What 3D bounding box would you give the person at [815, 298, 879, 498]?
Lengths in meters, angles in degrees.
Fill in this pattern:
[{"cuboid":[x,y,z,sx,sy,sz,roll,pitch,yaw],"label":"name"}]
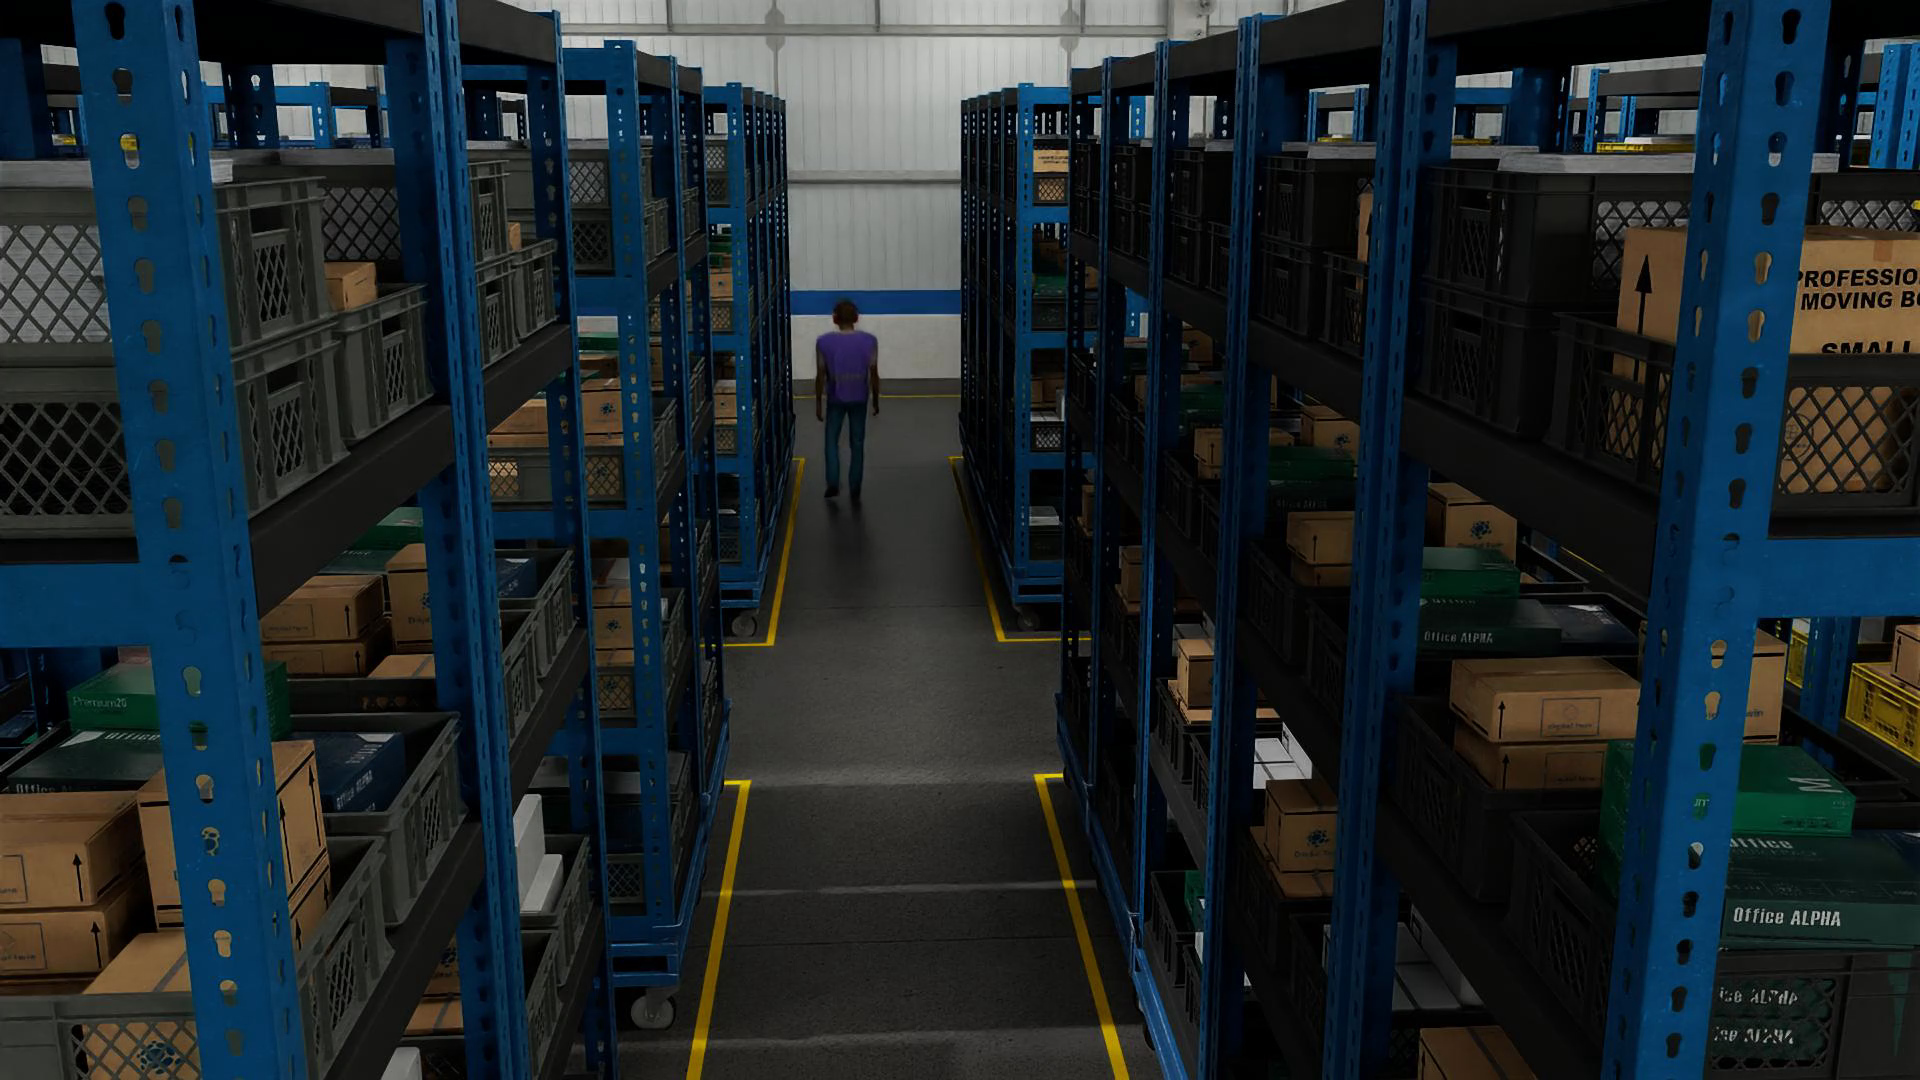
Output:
[{"cuboid":[-1.020,-1.267,15.078,0.596,1.842,0.441,-2,14,-8],"label":"person"}]
